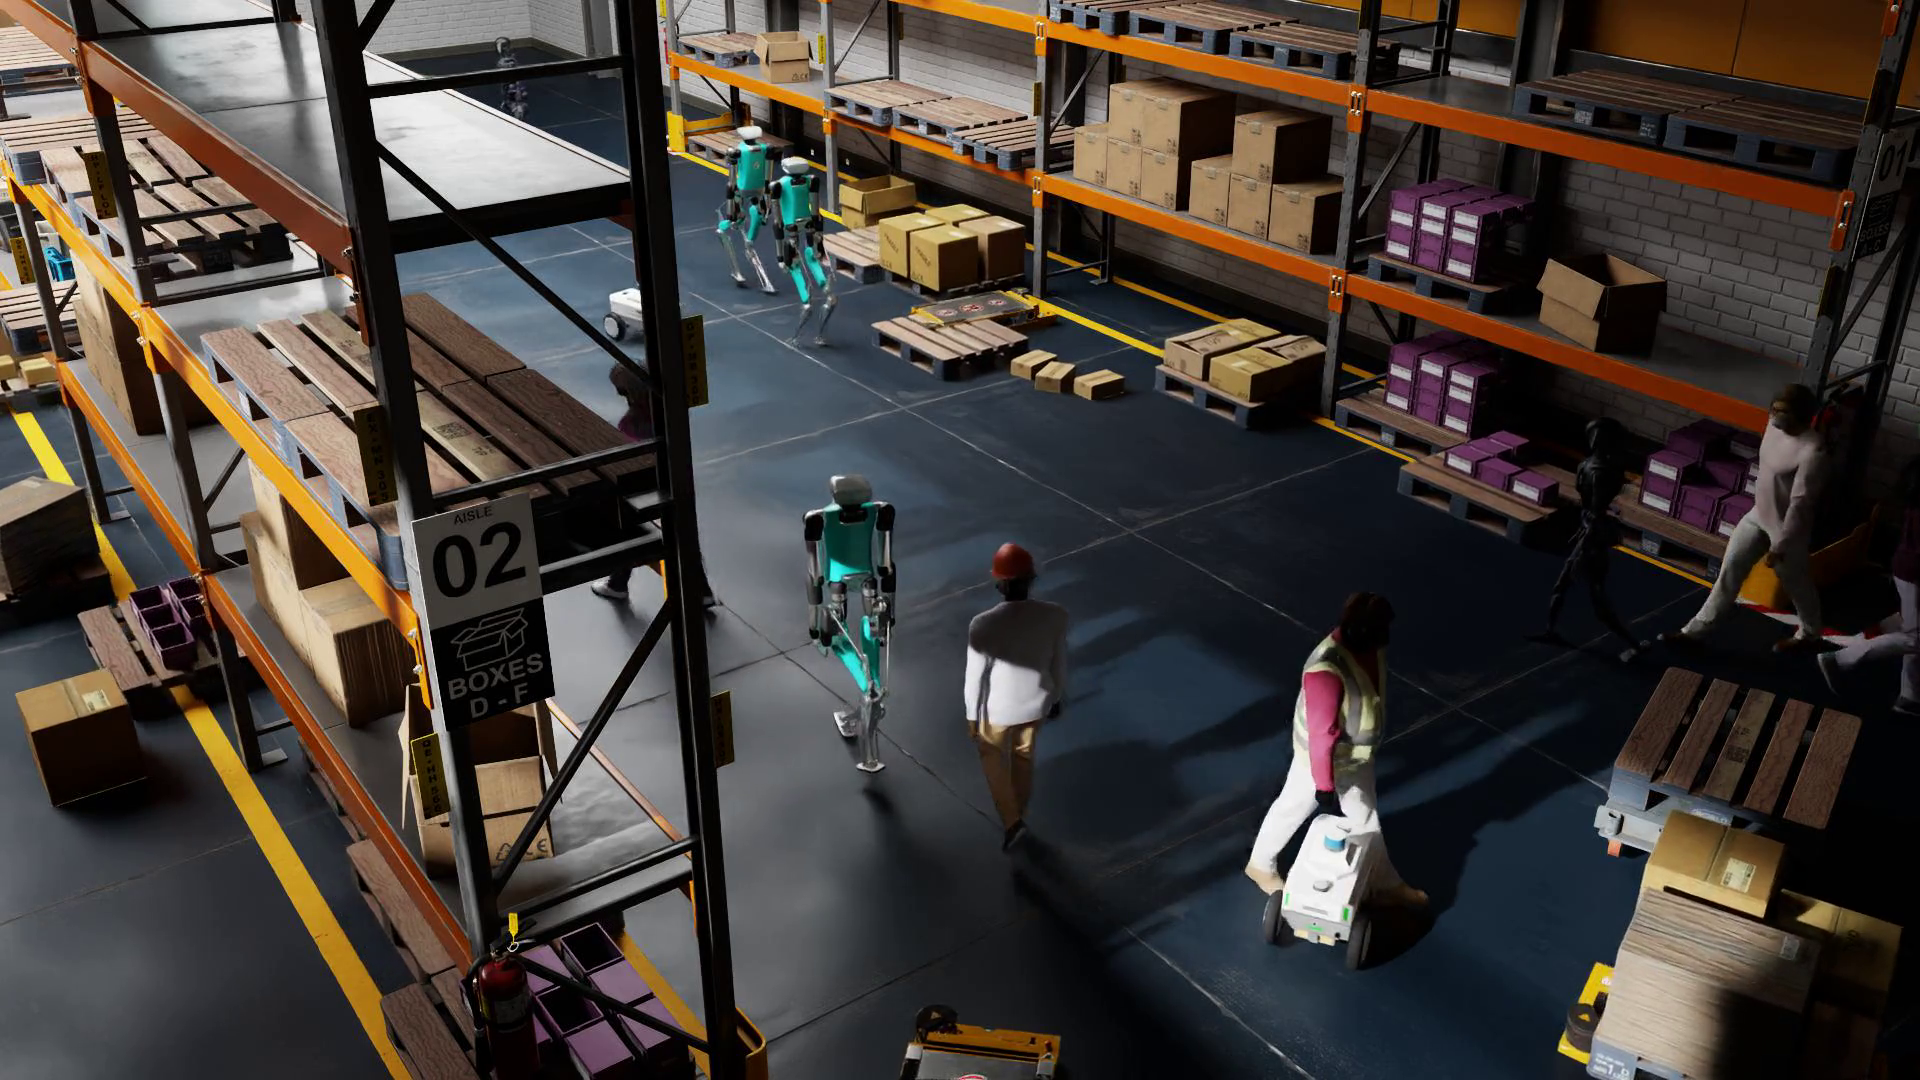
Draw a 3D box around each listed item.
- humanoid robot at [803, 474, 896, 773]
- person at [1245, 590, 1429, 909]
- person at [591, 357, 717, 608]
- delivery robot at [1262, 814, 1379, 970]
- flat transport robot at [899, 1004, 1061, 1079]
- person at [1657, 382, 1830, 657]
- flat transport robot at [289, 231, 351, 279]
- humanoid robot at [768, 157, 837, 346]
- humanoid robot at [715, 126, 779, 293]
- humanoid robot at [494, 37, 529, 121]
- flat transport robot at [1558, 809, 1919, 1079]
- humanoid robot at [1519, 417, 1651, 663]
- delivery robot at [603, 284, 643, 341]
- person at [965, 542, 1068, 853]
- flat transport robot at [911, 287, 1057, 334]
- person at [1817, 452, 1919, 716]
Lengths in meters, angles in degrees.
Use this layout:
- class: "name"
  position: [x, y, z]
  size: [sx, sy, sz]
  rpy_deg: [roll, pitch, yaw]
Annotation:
- class: "humanoid robot"
  position: [-0.516, 0.566, 9.297]
  size: [0.554, 1.773, 1.056]
  rpy_deg: [-11, 29, -20]
- class: "person"
  position: [1.879, 1.055, 8.199]
  size: [0.913, 1.800, 0.655]
  rpy_deg: [19, 32, 33]
- class: "person"
  position: [-2.060, -0.371, 11.019]
  size: [0.949, 1.803, 0.526]
  rpy_deg: [14, 30, 26]
- class: "delivery robot"
  position: [1.820, 1.725, 8.257]
  size: [0.514, 0.612, 0.783]
  rpy_deg: [11, 29, 21]
- class: "flat transport robot"
  position: [0.022, 2.536, 6.943]
  size: [0.659, 0.231, 1.431]
  rpy_deg: [4, 27, 8]
- class: "person"
  position: [5.104, -0.094, 10.395]
  size: [1.070, 1.881, 0.639]
  rpy_deg: [-2, 27, -5]
- class: "flat transport robot"
  position: [-6.849, -2.992, 17.938]
  size: [1.431, 0.231, 0.659]
  rpy_deg: [16, 31, 29]
- class: "humanoid robot"
  position: [-1.400, -2.651, 15.636]
  size: [0.531, 1.804, 0.701]
  rpy_deg: [-19, 32, -33]
- class: "humanoid robot"
  position: [-2.246, -3.415, 17.166]
  size: [0.541, 1.782, 0.875]
  rpy_deg: [-18, 32, -32]
- class: "humanoid robot"
  position: [-5.867, -5.829, 22.036]
  size: [0.476, 1.646, 0.603]
  rpy_deg: [-18, 32, -32]
- class: "flat transport robot"
  position: [3.480, 2.309, 7.395]
  size: [1.431, 0.231, 0.659]
  rpy_deg: [16, 31, 29]
- class: "humanoid robot"
  position: [4.062, 0.002, 10.482]
  size: [0.772, 1.643, 0.590]
  rpy_deg: [8, 28, 16]
- class: "delivery robot"
  position: [-3.026, -2.180, 15.989]
  size: [0.769, 0.580, 0.499]
  rpy_deg: [19, 33, 33]
- class: "person"
  position: [0.299, 0.851, 8.678]
  size: [0.572, 1.722, 0.560]
  rpy_deg: [-9, 28, -16]
- class: "flat transport robot"
  position: [0.181, -2.195, 16.354]
  size: [1.431, 0.231, 0.659]
  rpy_deg: [-15, 30, -27]
- class: "person"
  position: [5.672, 0.172, 9.818]
  size: [0.709, 1.902, 0.519]
  rpy_deg: [12, 29, 22]
